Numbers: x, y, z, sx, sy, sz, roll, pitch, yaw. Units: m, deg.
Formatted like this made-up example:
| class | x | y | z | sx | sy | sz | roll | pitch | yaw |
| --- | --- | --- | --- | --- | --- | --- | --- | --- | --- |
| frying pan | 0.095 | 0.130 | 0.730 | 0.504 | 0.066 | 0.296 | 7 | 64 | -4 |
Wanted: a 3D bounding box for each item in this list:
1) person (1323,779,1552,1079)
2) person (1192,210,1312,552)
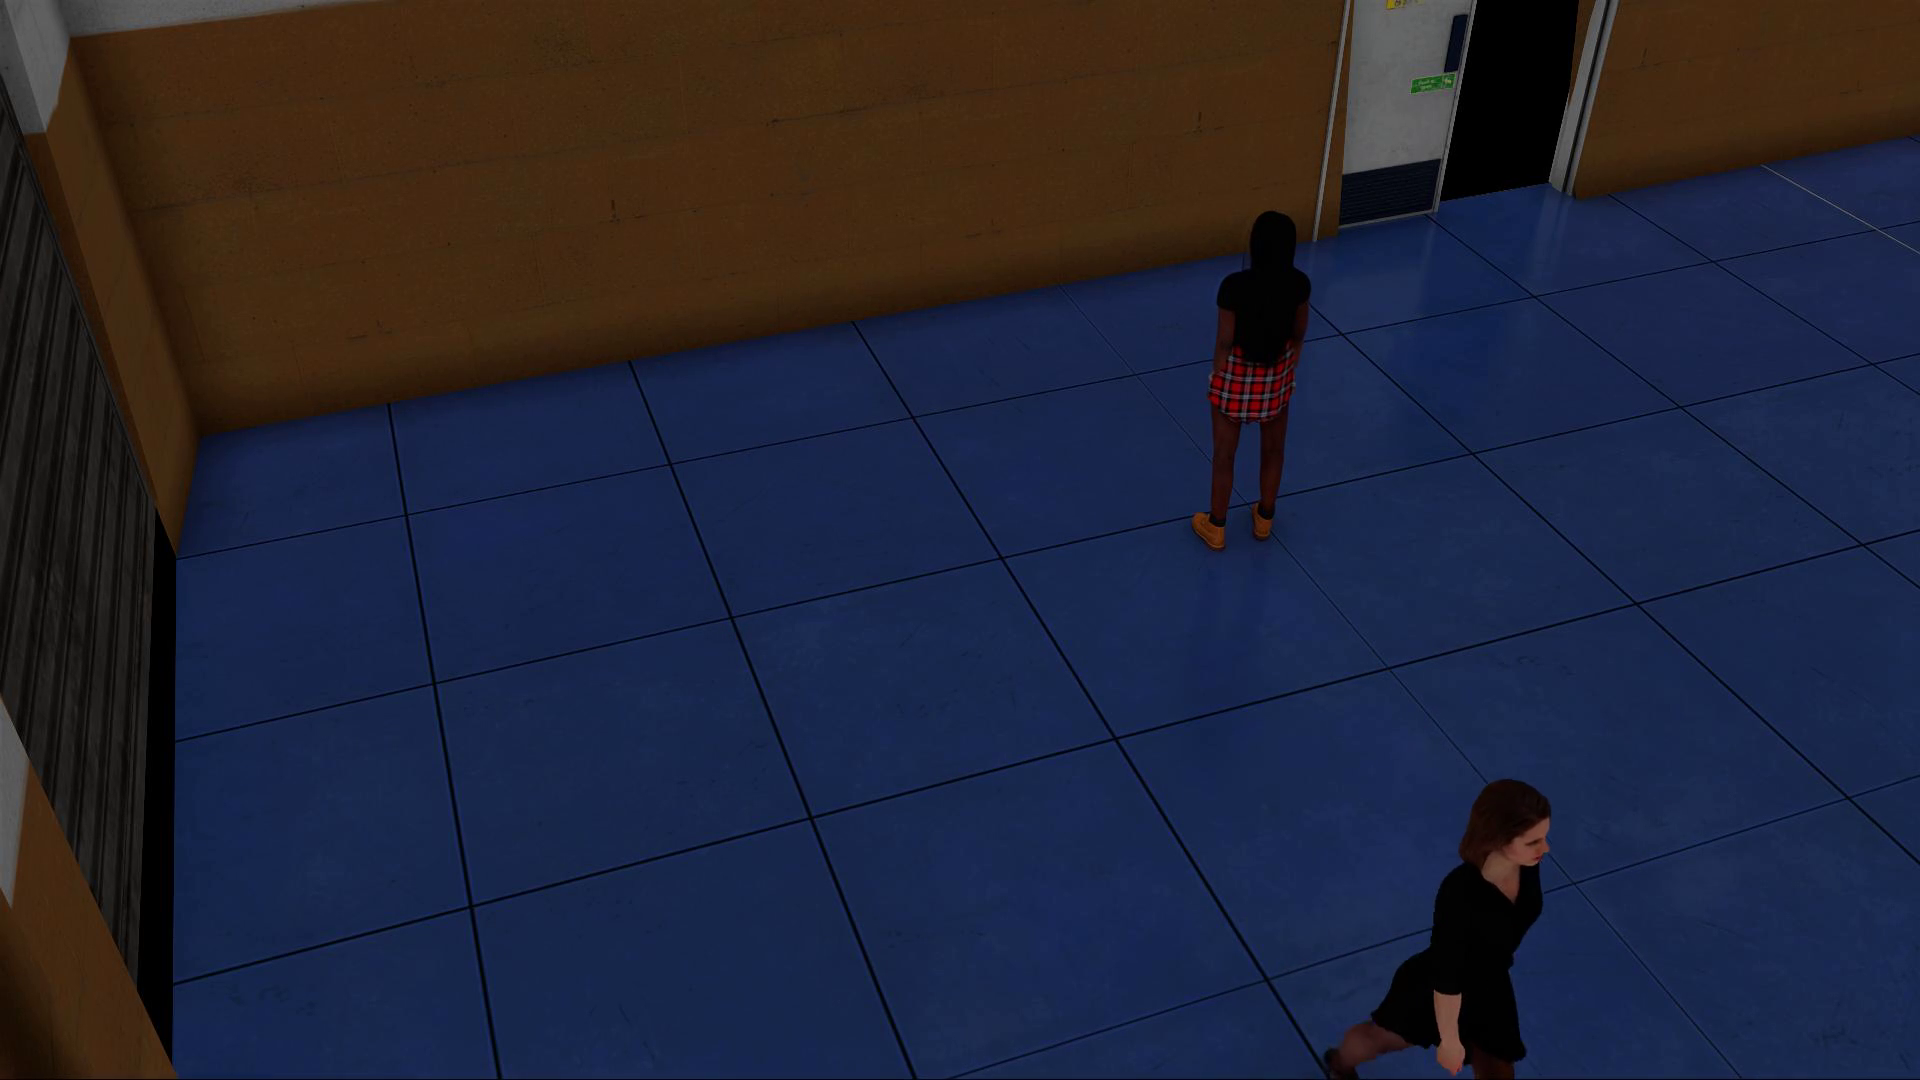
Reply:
| class | x | y | z | sx | sy | sz | roll | pitch | yaw |
| --- | --- | --- | --- | --- | --- | --- | --- | --- | --- |
| person | 1.401 | 1.319 | 5.002 | 0.855 | 1.652 | 1.145 | -28 | 45 | -32 |
| person | 1.351 | -0.723 | 7.676 | 0.627 | 1.725 | 0.621 | -8 | 38 | -11 |
